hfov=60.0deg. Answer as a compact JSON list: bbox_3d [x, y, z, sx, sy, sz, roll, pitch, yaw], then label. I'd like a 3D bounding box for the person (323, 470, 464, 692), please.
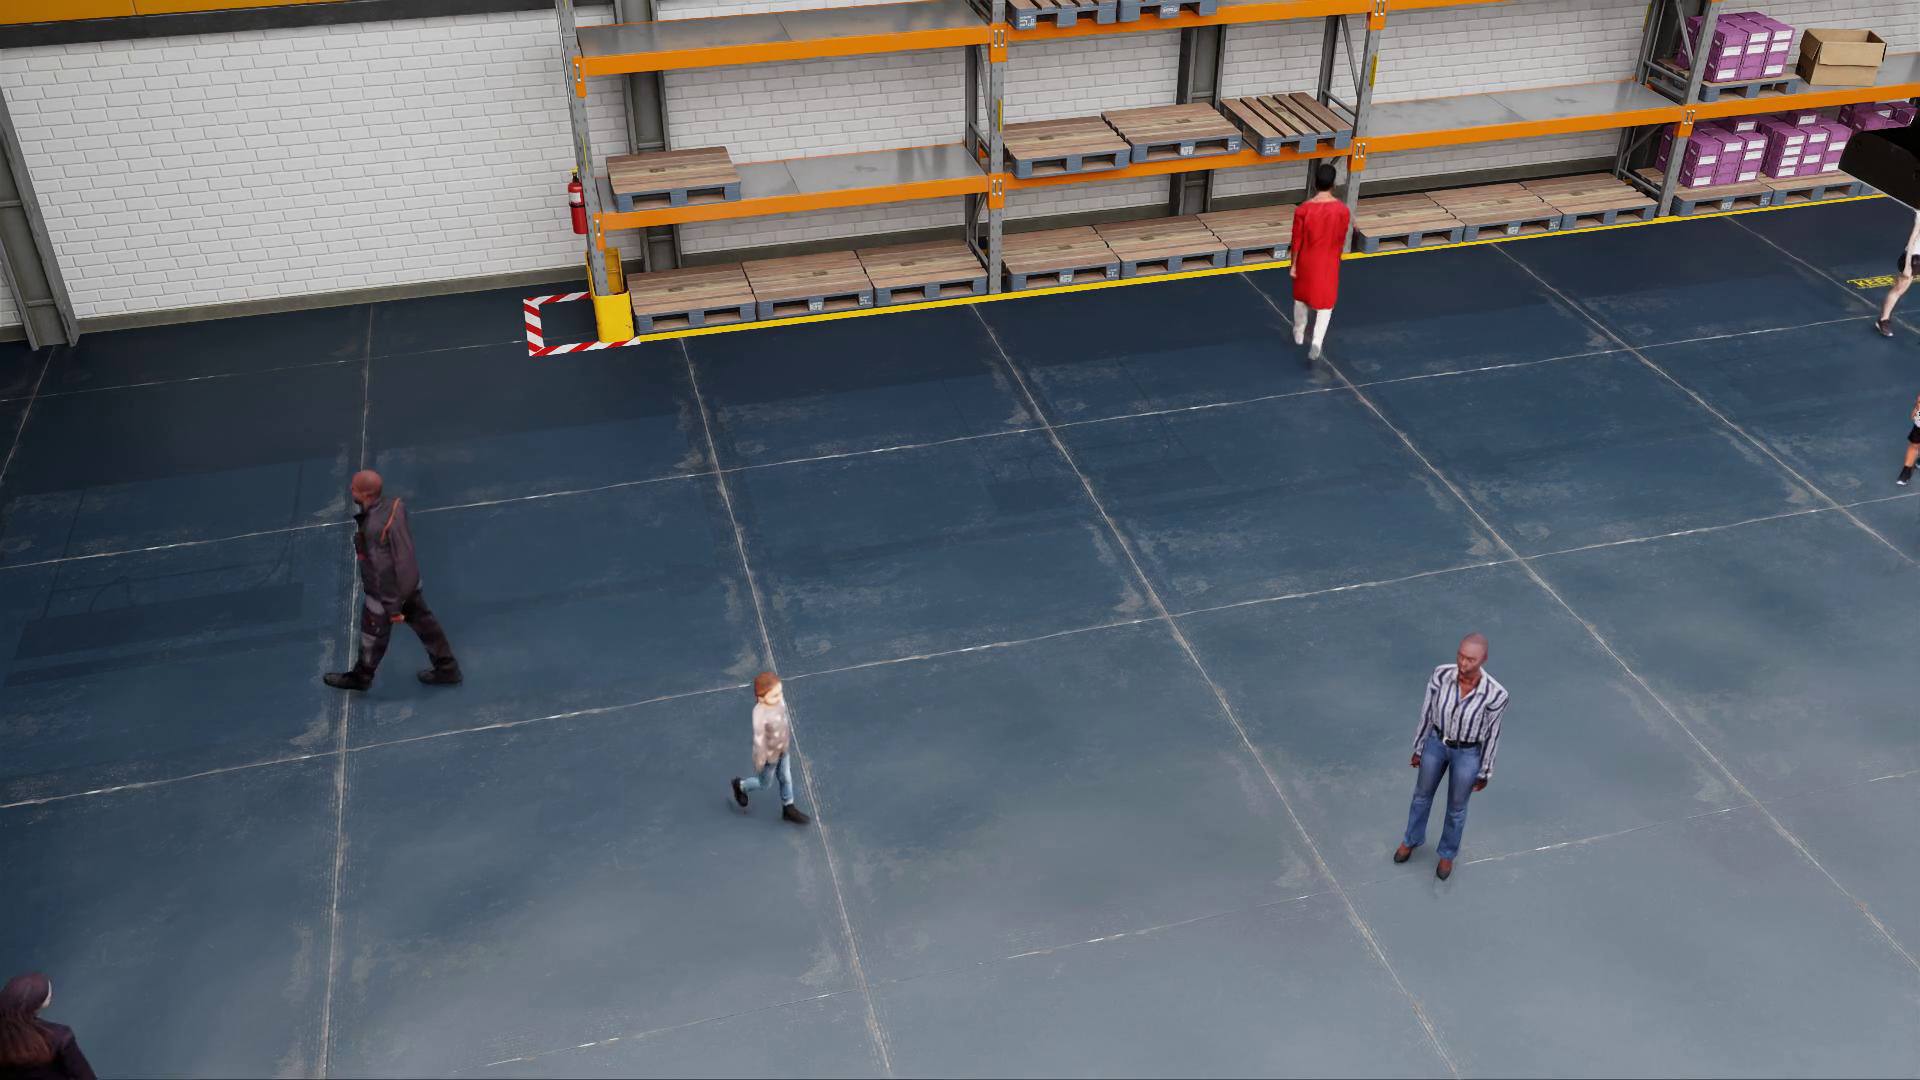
[{"bbox_3d":[-3.797,0.313,11.437,1.228,1.790,0.938,0,34,0],"label":"person"}]

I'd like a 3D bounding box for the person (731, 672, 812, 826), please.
[{"bbox_3d":[-1.230,1.302,10.497,0.838,1.183,0.769,16,37,23],"label":"person"}]

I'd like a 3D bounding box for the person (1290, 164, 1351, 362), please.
[{"bbox_3d":[3.405,-2.602,15.758,1.131,1.862,1.056,7,34,10],"label":"person"}]

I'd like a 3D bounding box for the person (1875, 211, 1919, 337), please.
[{"bbox_3d":[9.245,-2.726,16.081,1.081,1.710,0.816,-2,34,-3],"label":"person"}]

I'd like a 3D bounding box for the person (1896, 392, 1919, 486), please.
[{"bbox_3d":[8.263,-1.099,14.059,0.816,1.240,0.934,22,40,30],"label":"person"}]

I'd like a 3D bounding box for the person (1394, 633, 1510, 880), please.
[{"bbox_3d":[2.953,1.285,9.971,0.714,1.794,0.765,19,38,26],"label":"person"}]
